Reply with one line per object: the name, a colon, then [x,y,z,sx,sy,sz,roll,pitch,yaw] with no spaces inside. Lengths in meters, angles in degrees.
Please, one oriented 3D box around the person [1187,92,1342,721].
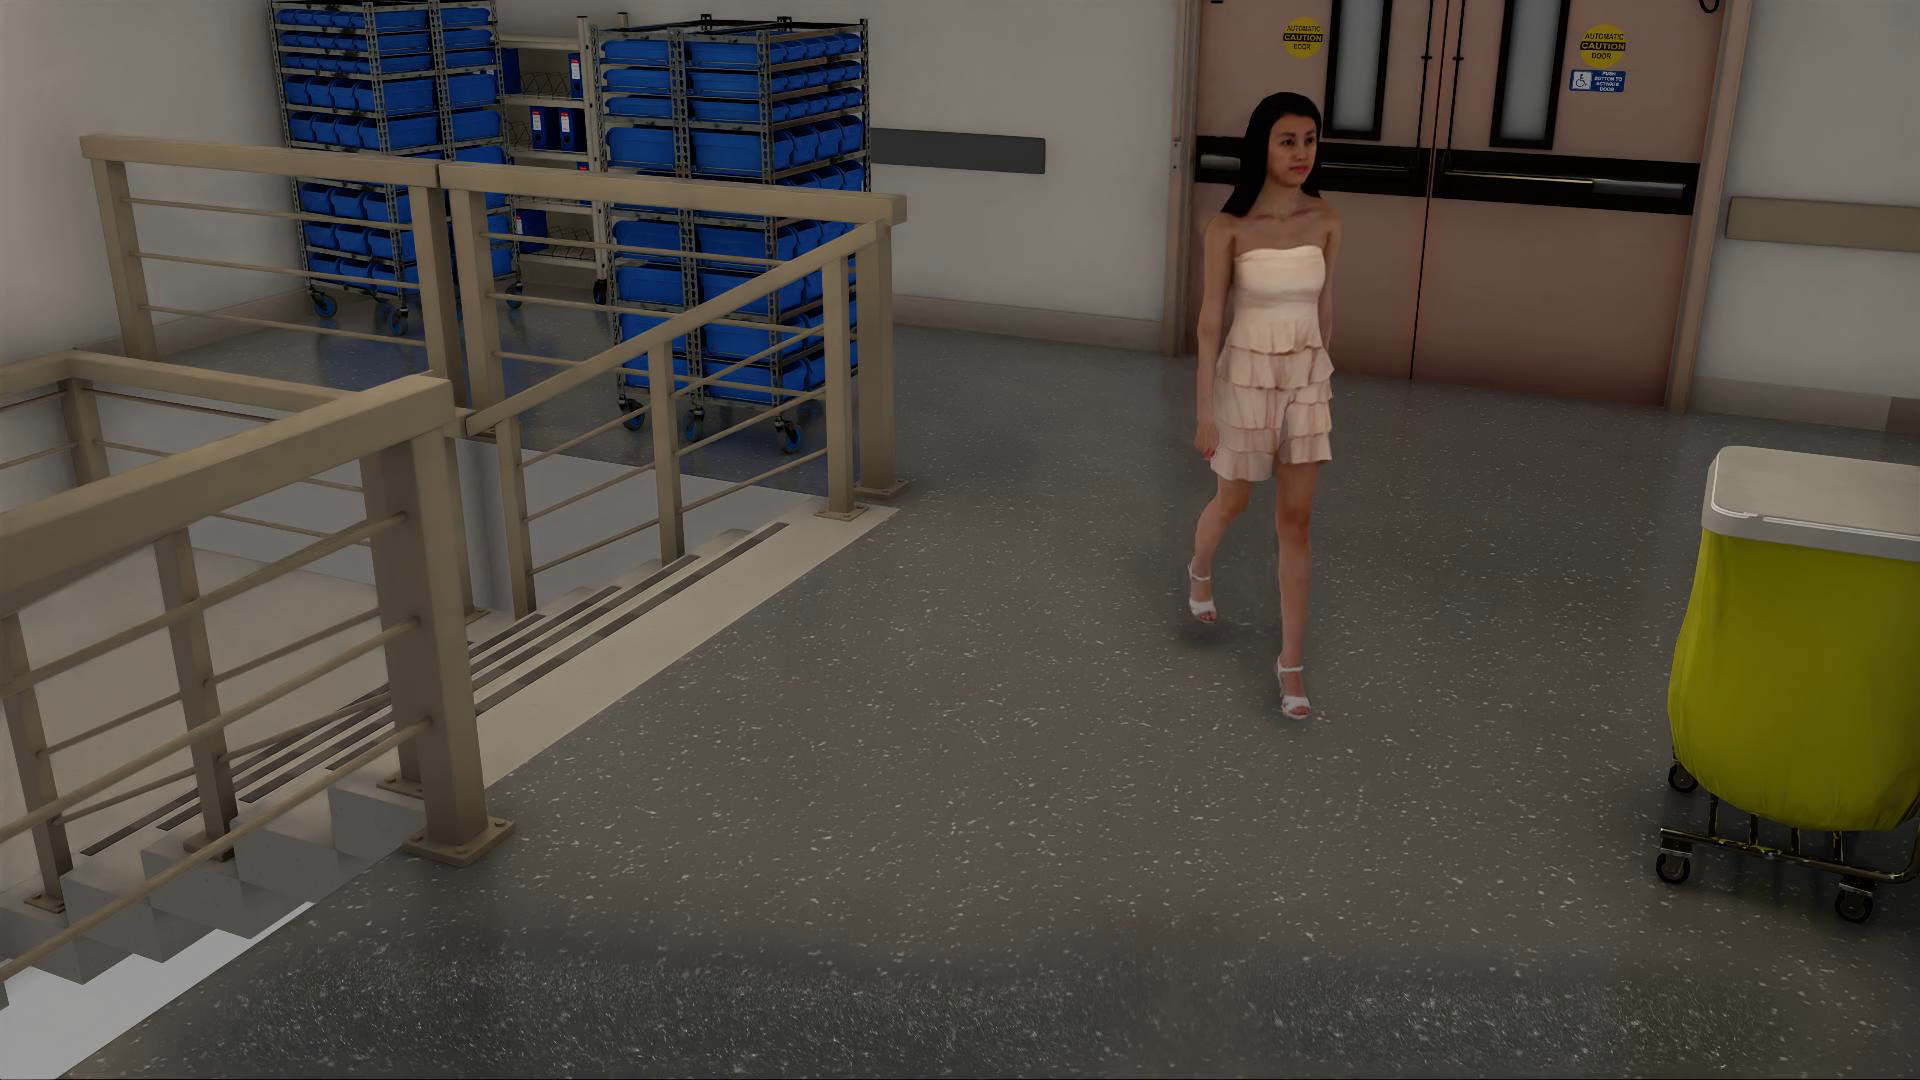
person: [0.835,-0.395,4.806,1.070,1.696,1.054,-4,21,-11]
